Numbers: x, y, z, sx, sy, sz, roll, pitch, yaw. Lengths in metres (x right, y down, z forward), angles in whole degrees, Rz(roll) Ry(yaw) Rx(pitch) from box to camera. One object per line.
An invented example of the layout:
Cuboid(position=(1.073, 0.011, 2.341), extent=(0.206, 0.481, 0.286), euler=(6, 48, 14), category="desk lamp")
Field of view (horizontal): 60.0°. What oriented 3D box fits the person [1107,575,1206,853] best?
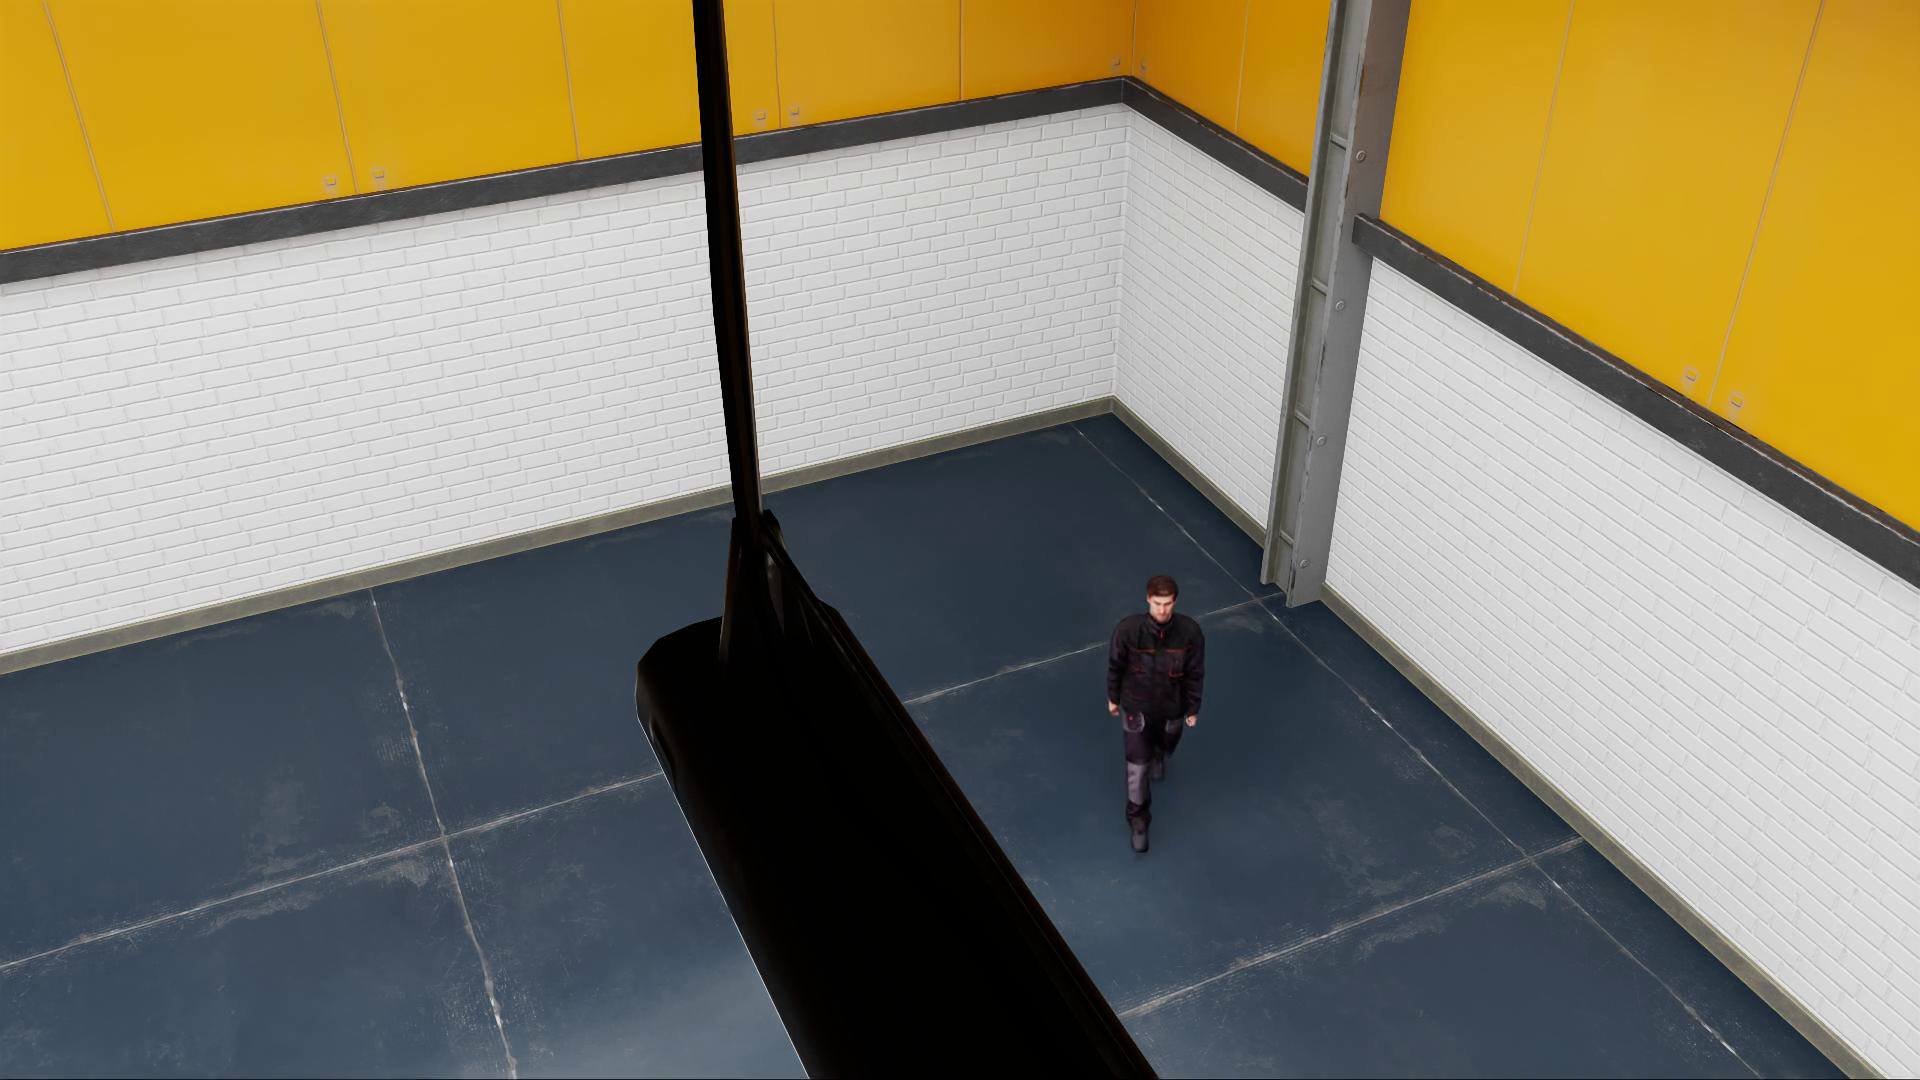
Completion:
Cuboid(position=(1.181, 0.939, 10.087), extent=(1.056, 1.807, 1.279), euler=(0, 34, 0), category="person")
